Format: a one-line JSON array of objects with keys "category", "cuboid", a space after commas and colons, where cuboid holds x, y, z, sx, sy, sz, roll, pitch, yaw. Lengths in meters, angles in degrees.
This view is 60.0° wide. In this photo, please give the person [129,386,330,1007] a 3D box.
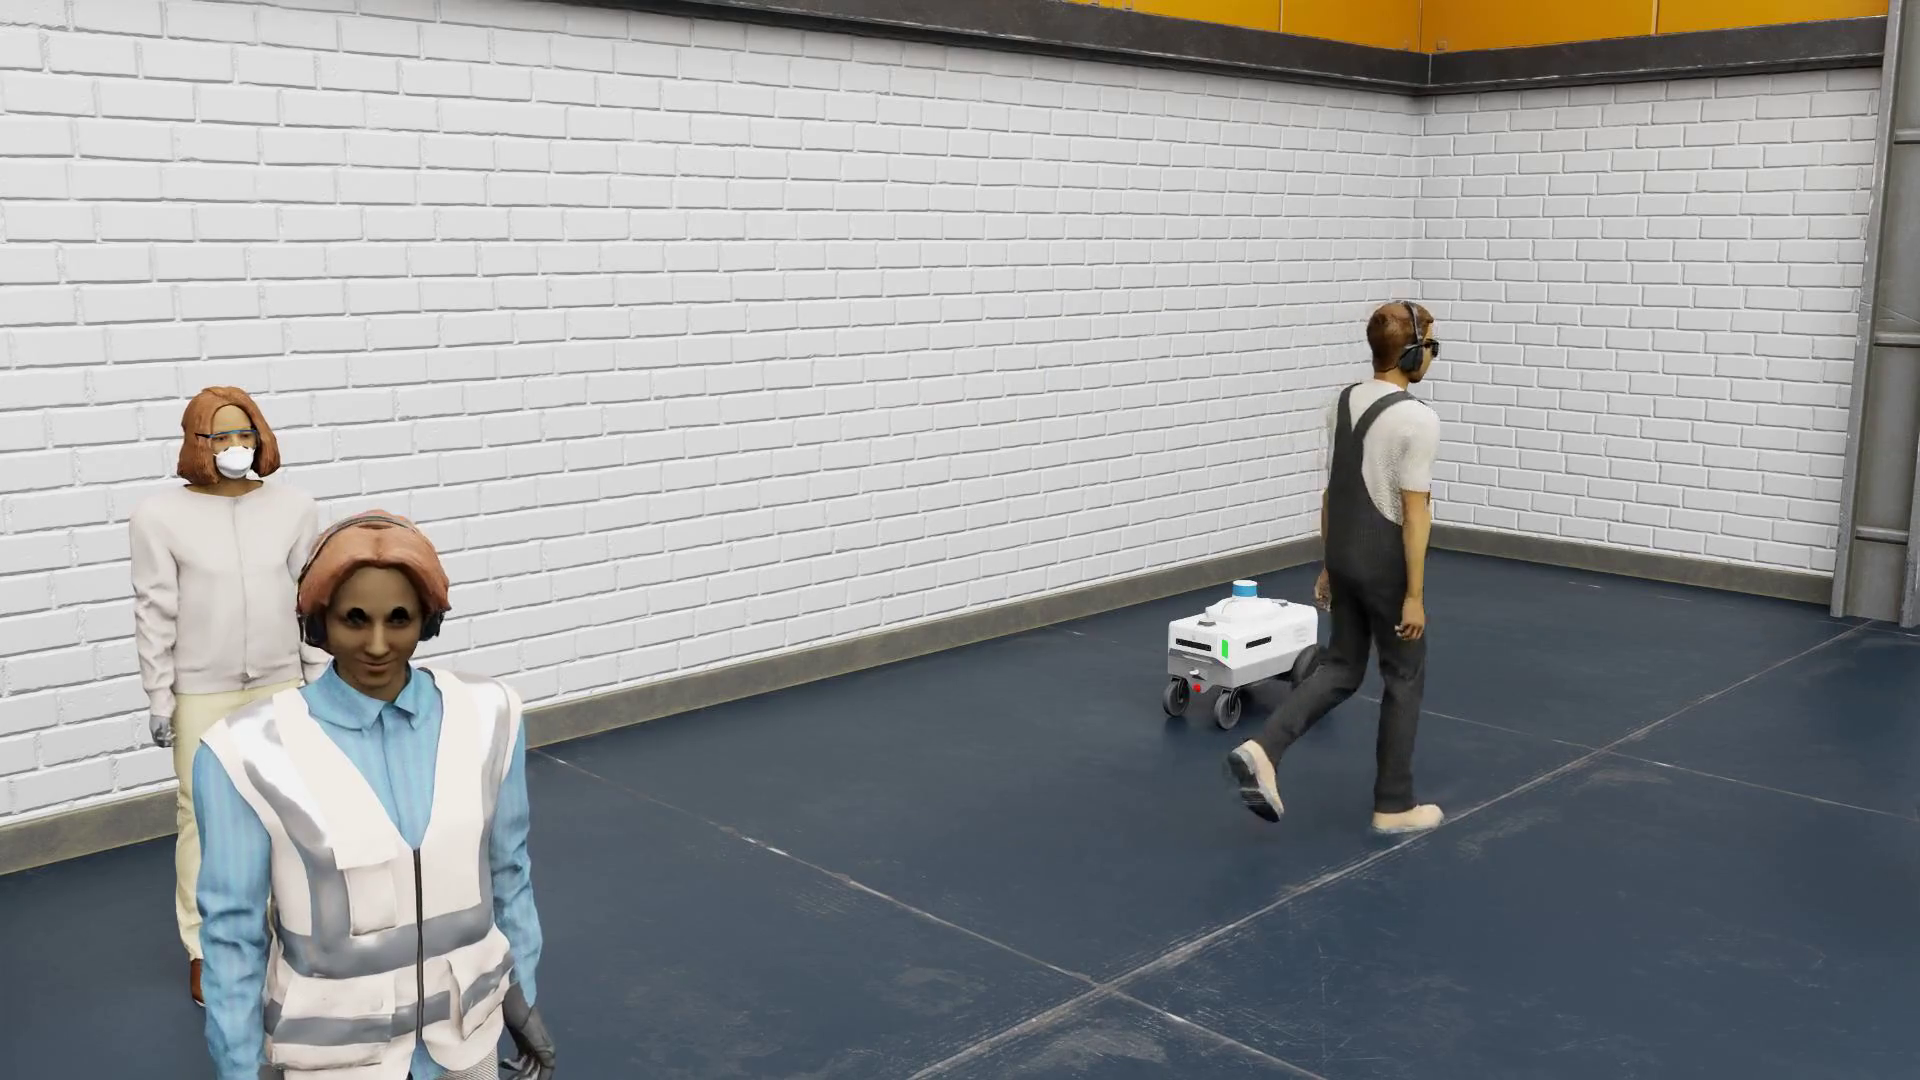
[{"category": "person", "cuboid": [-1.927, 0.403, 4.457, 0.497, 1.634, 0.279, -10, 14, -43]}]

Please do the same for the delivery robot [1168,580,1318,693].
[{"category": "delivery robot", "cuboid": [1.205, 0.415, 7.078, 0.707, 0.478, 0.477, -10, 14, -44]}]

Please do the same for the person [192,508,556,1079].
[{"category": "person", "cuboid": [-0.849, 0.765, 2.471, 0.512, 1.638, 0.312, -10, 14, -43]}]

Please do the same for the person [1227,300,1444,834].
[{"category": "person", "cuboid": [1.293, 0.119, 5.522, 0.721, 1.825, 0.515, -5, 12, -27]}]
